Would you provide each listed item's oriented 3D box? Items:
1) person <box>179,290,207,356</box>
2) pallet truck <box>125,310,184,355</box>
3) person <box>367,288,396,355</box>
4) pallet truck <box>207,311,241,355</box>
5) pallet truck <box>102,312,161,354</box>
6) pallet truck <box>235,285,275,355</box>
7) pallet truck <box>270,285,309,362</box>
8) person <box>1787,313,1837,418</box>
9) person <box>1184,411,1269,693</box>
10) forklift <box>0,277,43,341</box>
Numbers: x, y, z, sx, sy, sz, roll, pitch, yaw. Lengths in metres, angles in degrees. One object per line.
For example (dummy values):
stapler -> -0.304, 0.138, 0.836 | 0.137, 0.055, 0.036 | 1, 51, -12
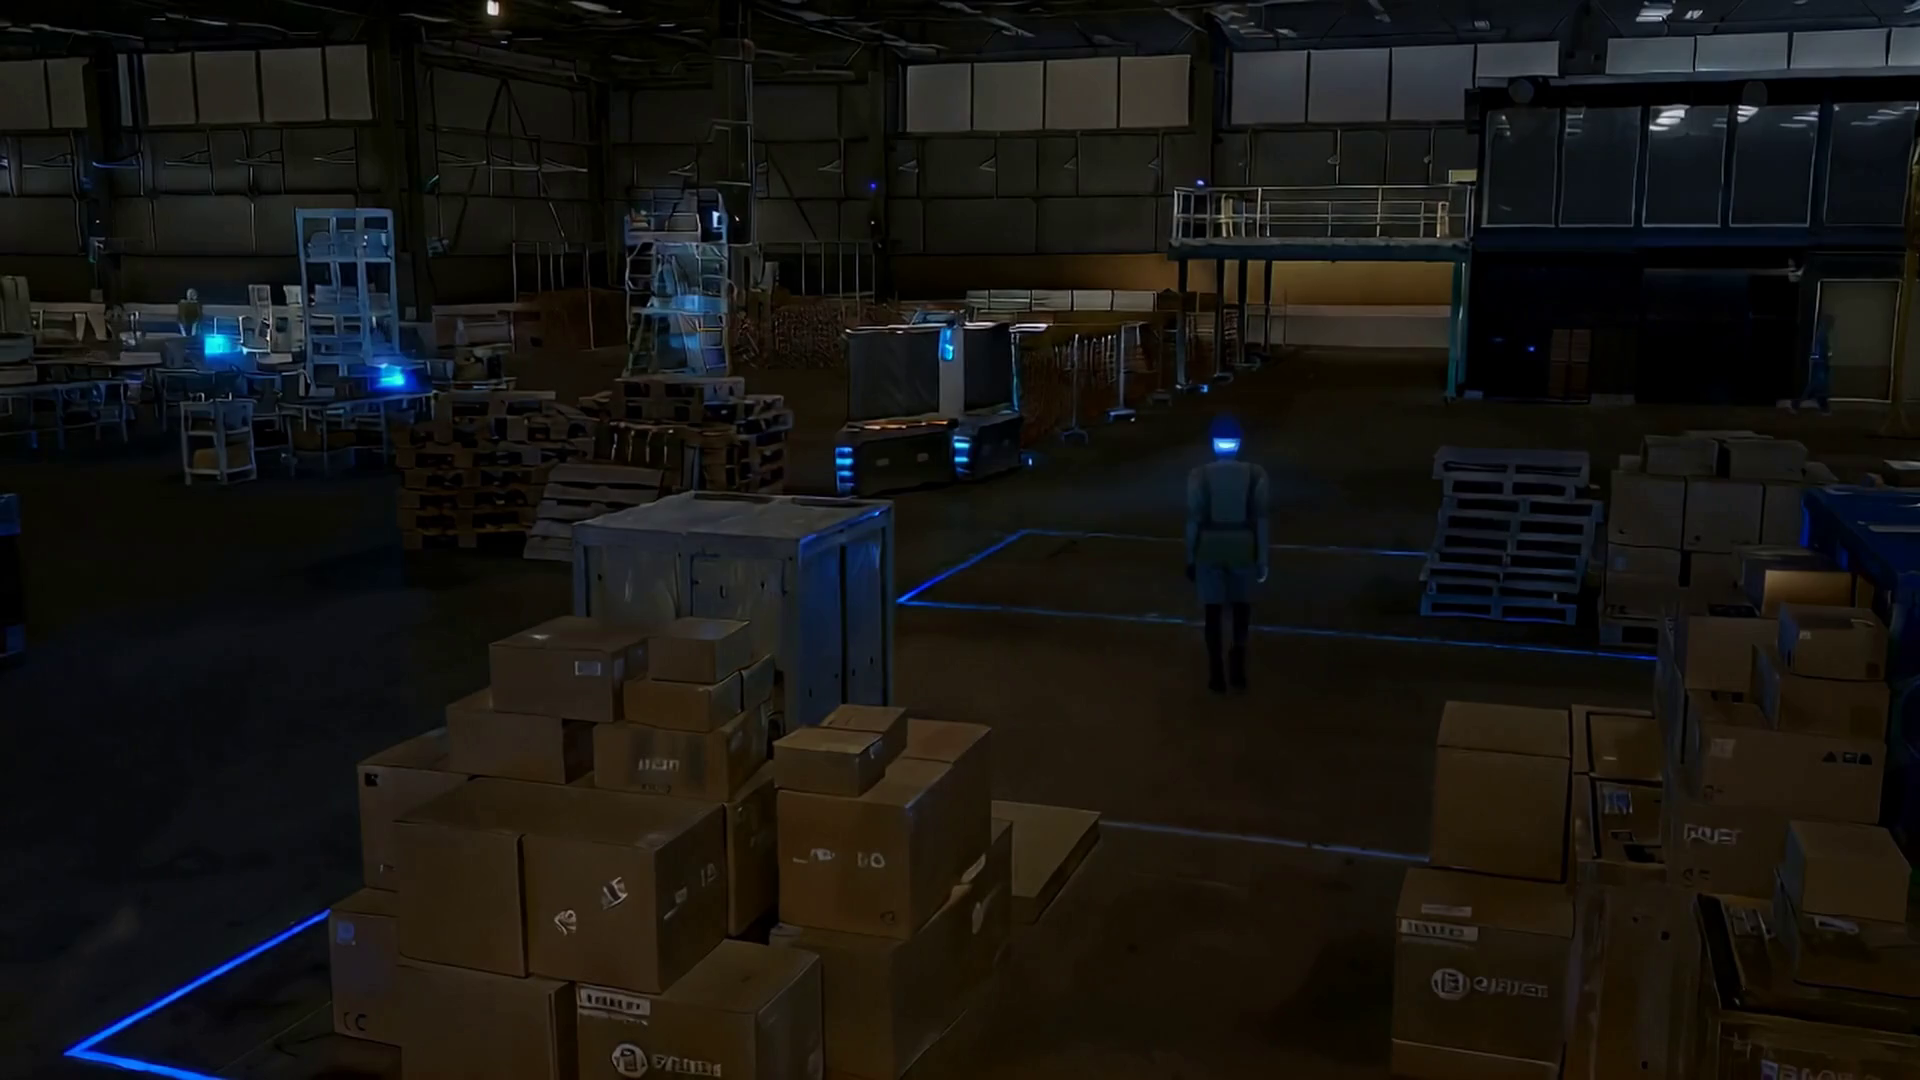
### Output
person -> -20.372, -5.716, 44.190 | 0.646, 1.857, 1.004 | -6, 12, -32
pallet truck -> -22.038, -5.665, 45.457 | 0.704, 1.261, 1.522 | 3, 11, 17
person -> -14.866, -5.487, 42.426 | 0.922, 2.019, 0.610 | -5, 11, -27
pallet truck -> -19.537, -5.575, 44.913 | 0.653, 1.274, 1.630 | 3, 11, 19
pallet truck -> -23.057, -5.777, 46.261 | 0.680, 1.201, 1.601 | 3, 11, 19
pallet truck -> -18.327, -5.835, 44.421 | 0.823, 1.965, 1.885 | 4, 11, 23
pallet truck -> -17.147, -5.700, 43.663 | 0.823, 1.965, 1.885 | 3, 11, 17
person -> 15.005, -3.050, 29.154 | 0.758, 1.863, 0.584 | 3, 11, 18
person -> 1.796, 0.098, 11.212 | 0.574, 1.925, 0.457 | 1, 10, 5
forklift -> -27.151, -6.329, 46.328 | 1.157, 1.987, 2.680 | 3, 11, 17
